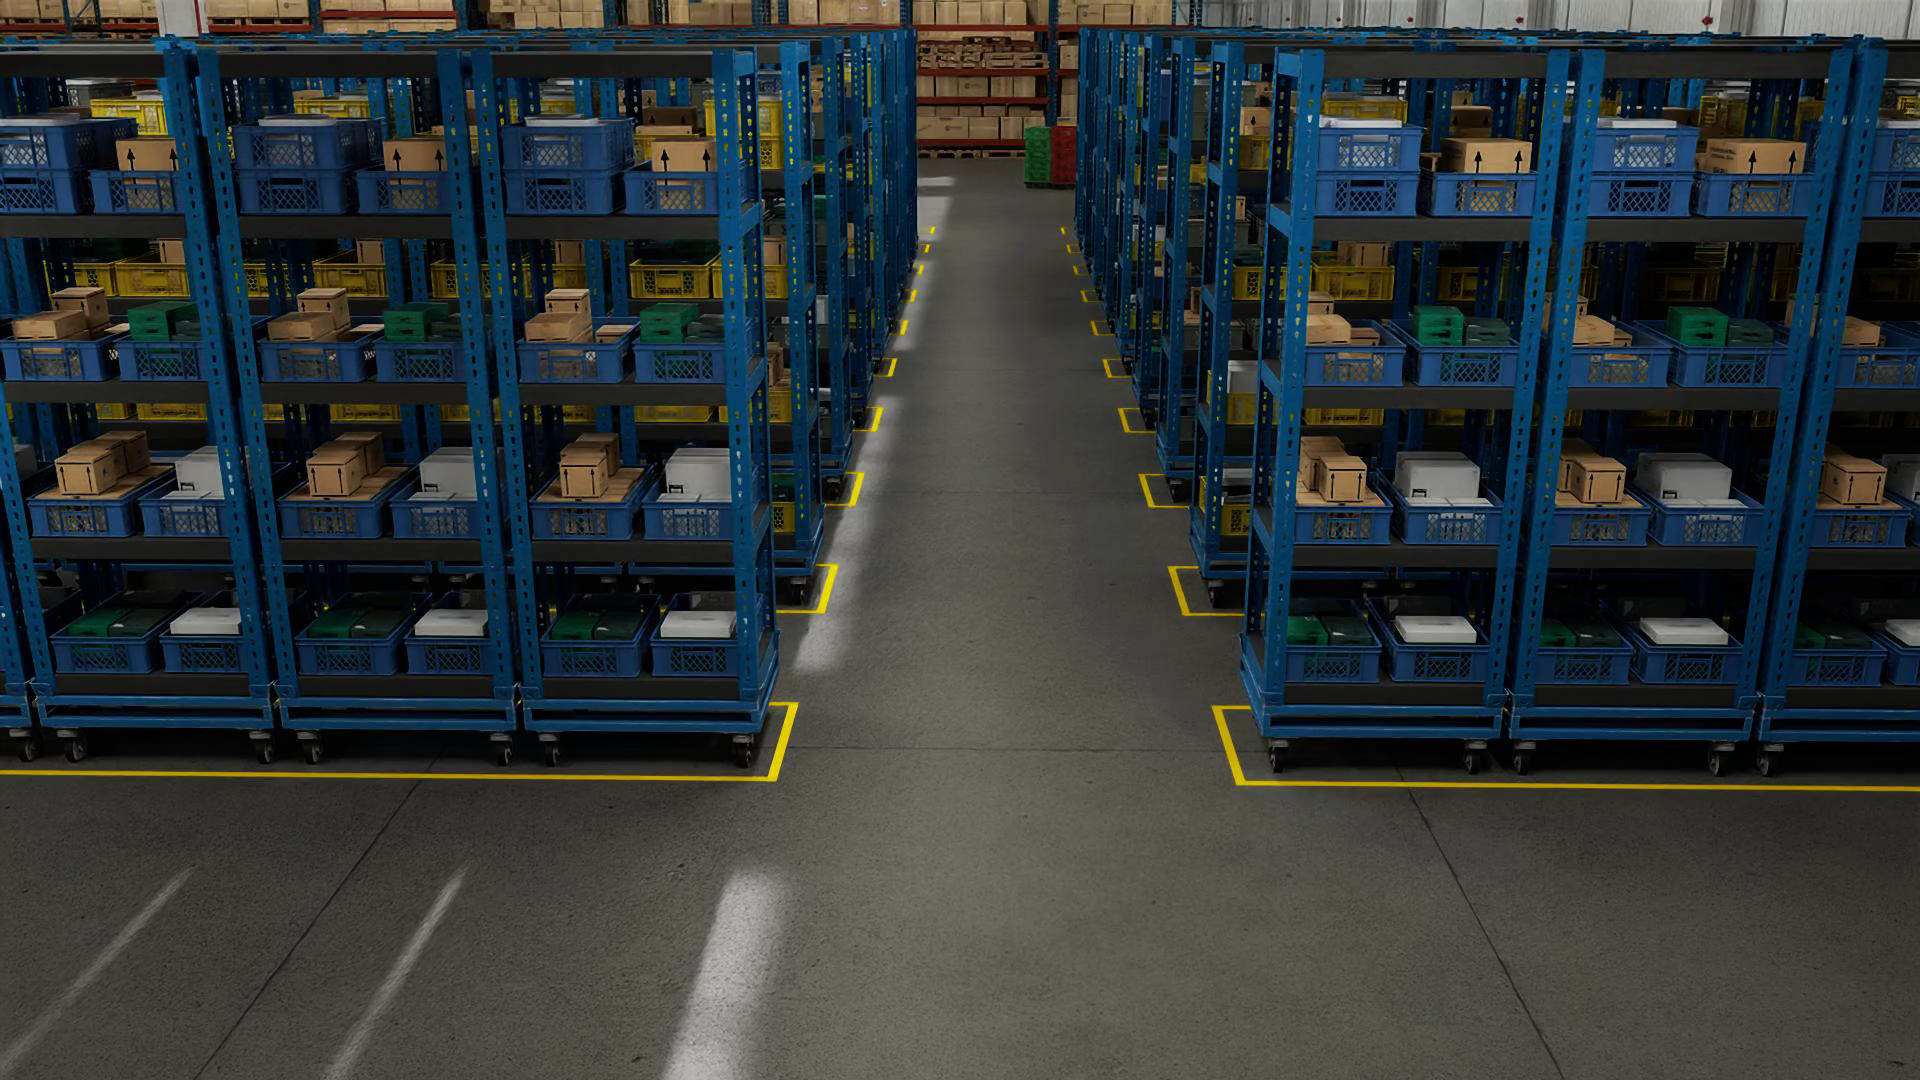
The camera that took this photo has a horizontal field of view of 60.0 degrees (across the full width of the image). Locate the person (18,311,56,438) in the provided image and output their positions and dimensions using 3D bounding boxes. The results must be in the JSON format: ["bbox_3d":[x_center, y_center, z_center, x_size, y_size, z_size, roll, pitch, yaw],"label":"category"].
[{"bbox_3d":[-8.518,-1.713,14.878,0.589,1.803,0.865,3,18,10],"label":"person"}]
